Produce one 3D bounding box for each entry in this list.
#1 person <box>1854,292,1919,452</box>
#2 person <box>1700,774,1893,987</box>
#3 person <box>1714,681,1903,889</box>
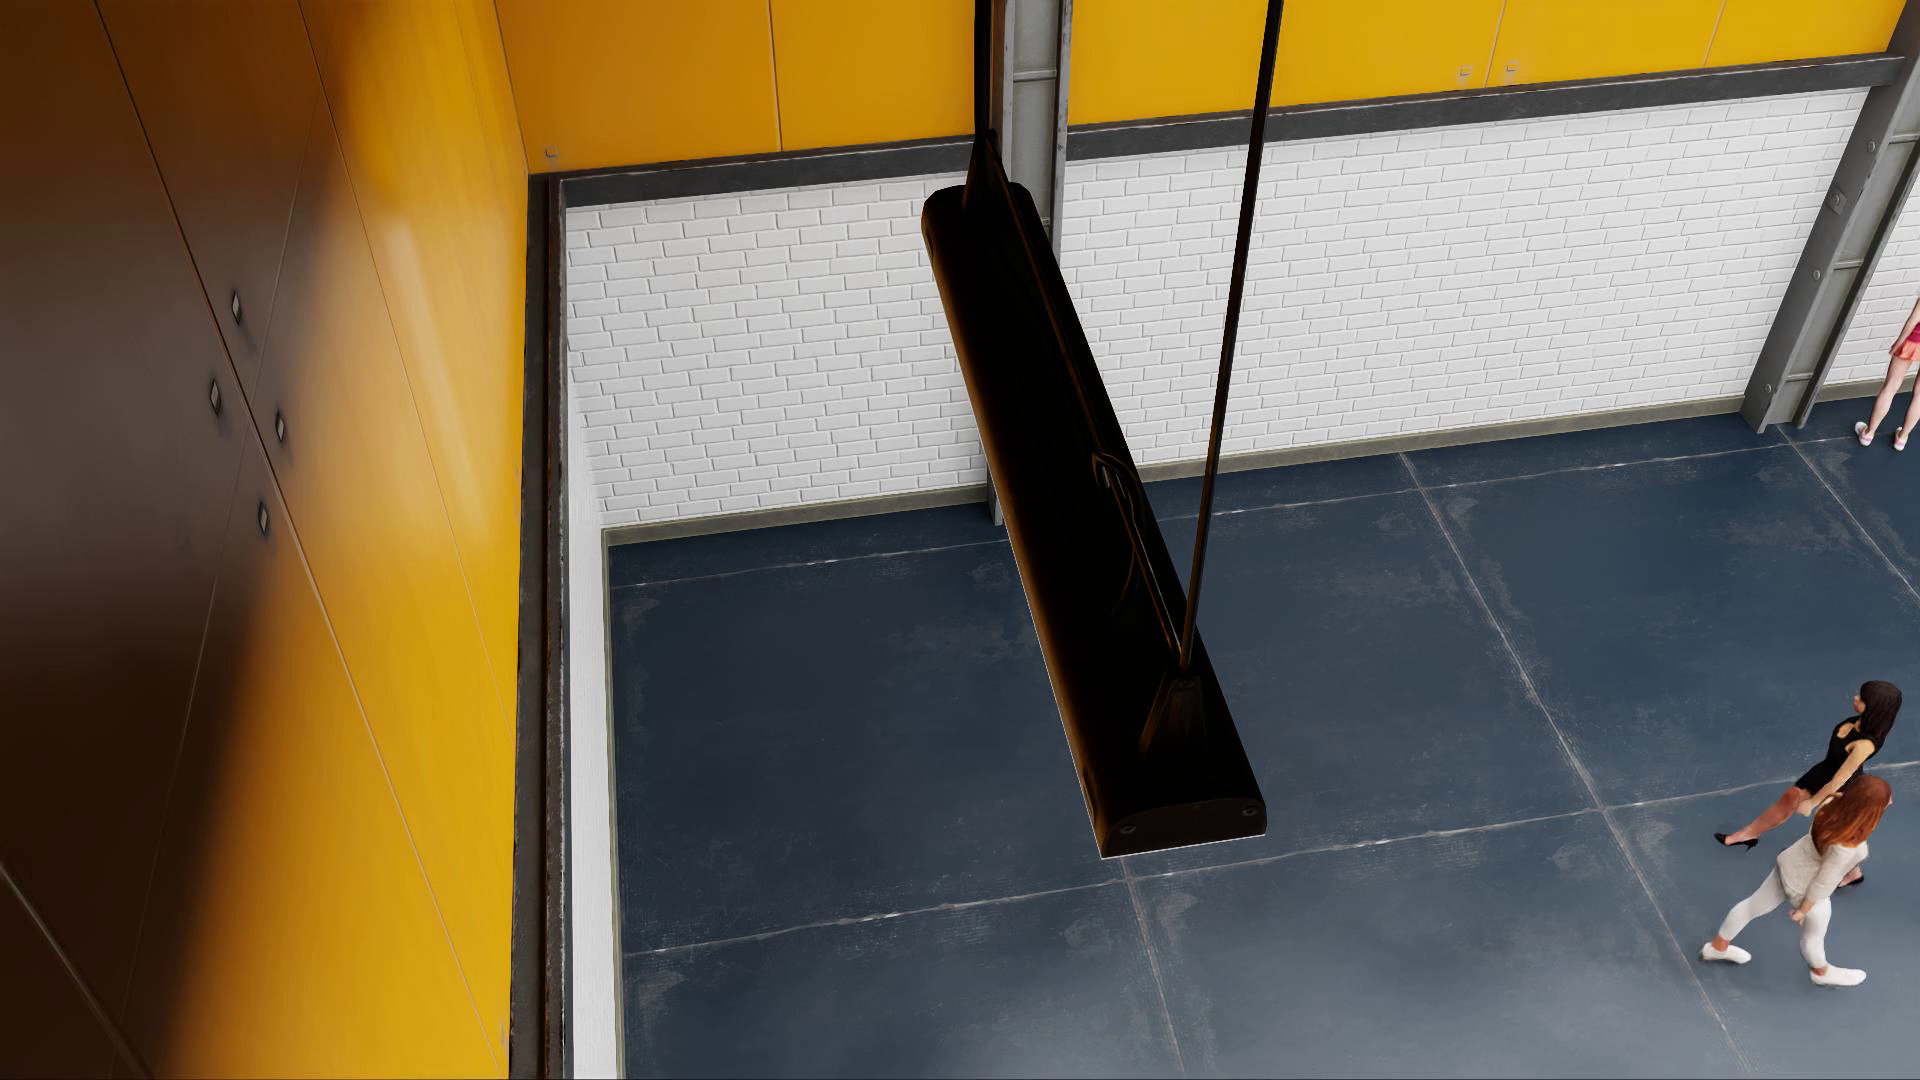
[{"bbox_3d":[7.066,-1.418,12.198,0.601,1.750,0.705,12,45,13],"label":"person"},{"bbox_3d":[4.410,1.802,8.873,1.123,1.674,0.810,4,44,4],"label":"person"},{"bbox_3d":[4.990,1.429,9.316,1.112,1.604,0.963,19,47,19],"label":"person"}]
